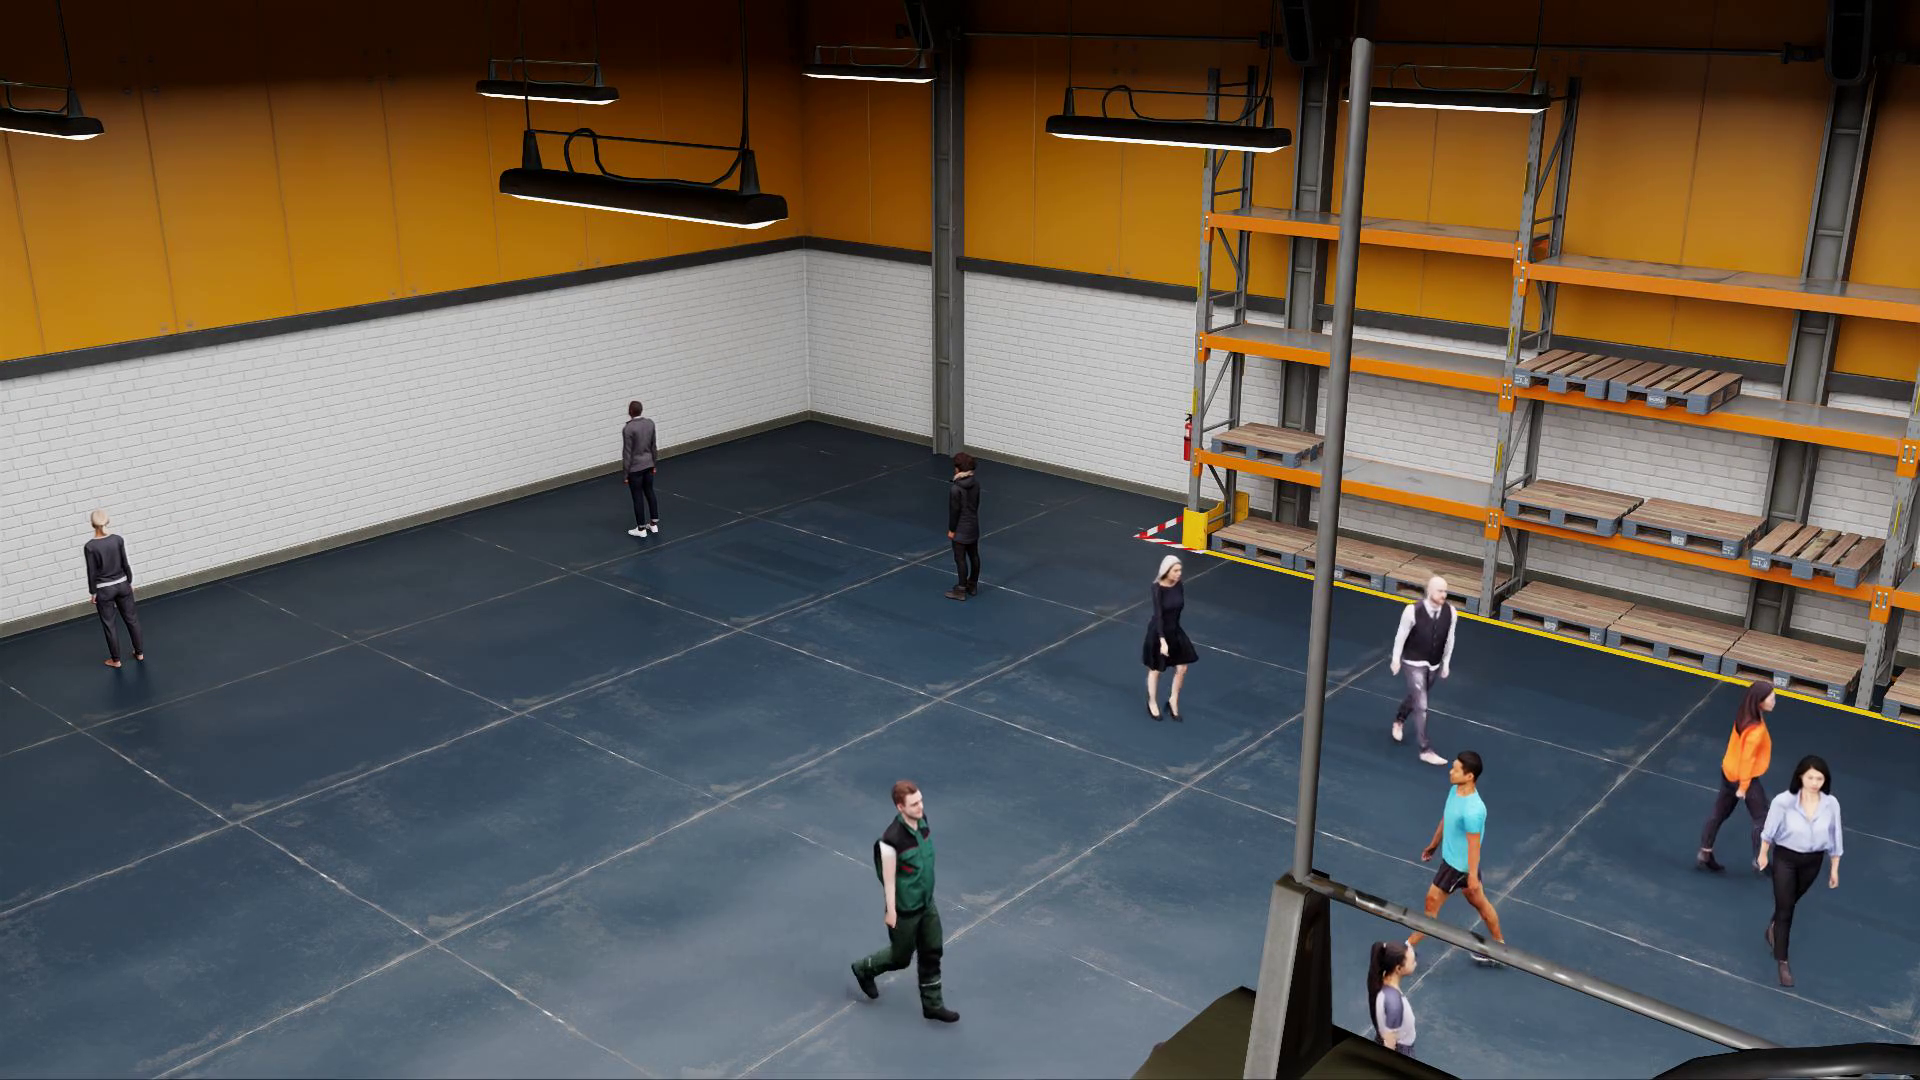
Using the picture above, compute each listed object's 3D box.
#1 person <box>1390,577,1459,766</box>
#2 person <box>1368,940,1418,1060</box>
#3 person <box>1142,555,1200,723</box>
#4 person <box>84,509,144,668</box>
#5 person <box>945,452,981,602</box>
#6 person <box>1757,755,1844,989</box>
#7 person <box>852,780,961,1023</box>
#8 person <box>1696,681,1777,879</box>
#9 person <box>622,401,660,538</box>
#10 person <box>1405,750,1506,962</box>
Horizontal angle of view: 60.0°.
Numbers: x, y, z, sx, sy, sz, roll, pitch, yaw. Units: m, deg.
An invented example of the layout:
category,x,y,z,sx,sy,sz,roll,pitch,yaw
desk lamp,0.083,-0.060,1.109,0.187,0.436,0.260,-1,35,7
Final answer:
category,x,y,z,sx,sy,sz,roll,pitch,yaw
person,4.300,1.171,15.654,1.115,1.776,1.284,-3,19,-8
person,2.491,3.149,10.028,1.081,1.618,0.978,0,19,0
person,1.954,0.953,16.367,0.692,1.733,0.789,-12,22,-32
person,-9.048,0.496,17.737,0.515,1.725,0.600,16,24,39
person,0.059,-0.168,19.623,0.575,1.780,0.611,16,24,39
person,6.149,2.353,12.260,1.167,1.702,1.114,2,19,7
person,-0.413,2.506,11.625,1.128,1.816,0.757,11,22,30
person,6.237,1.933,13.468,1.023,1.726,0.902,2,19,6
person,-4.198,-0.946,21.875,0.564,1.817,0.707,16,24,39
person,3.753,2.376,12.170,1.278,1.715,1.078,2,19,5
